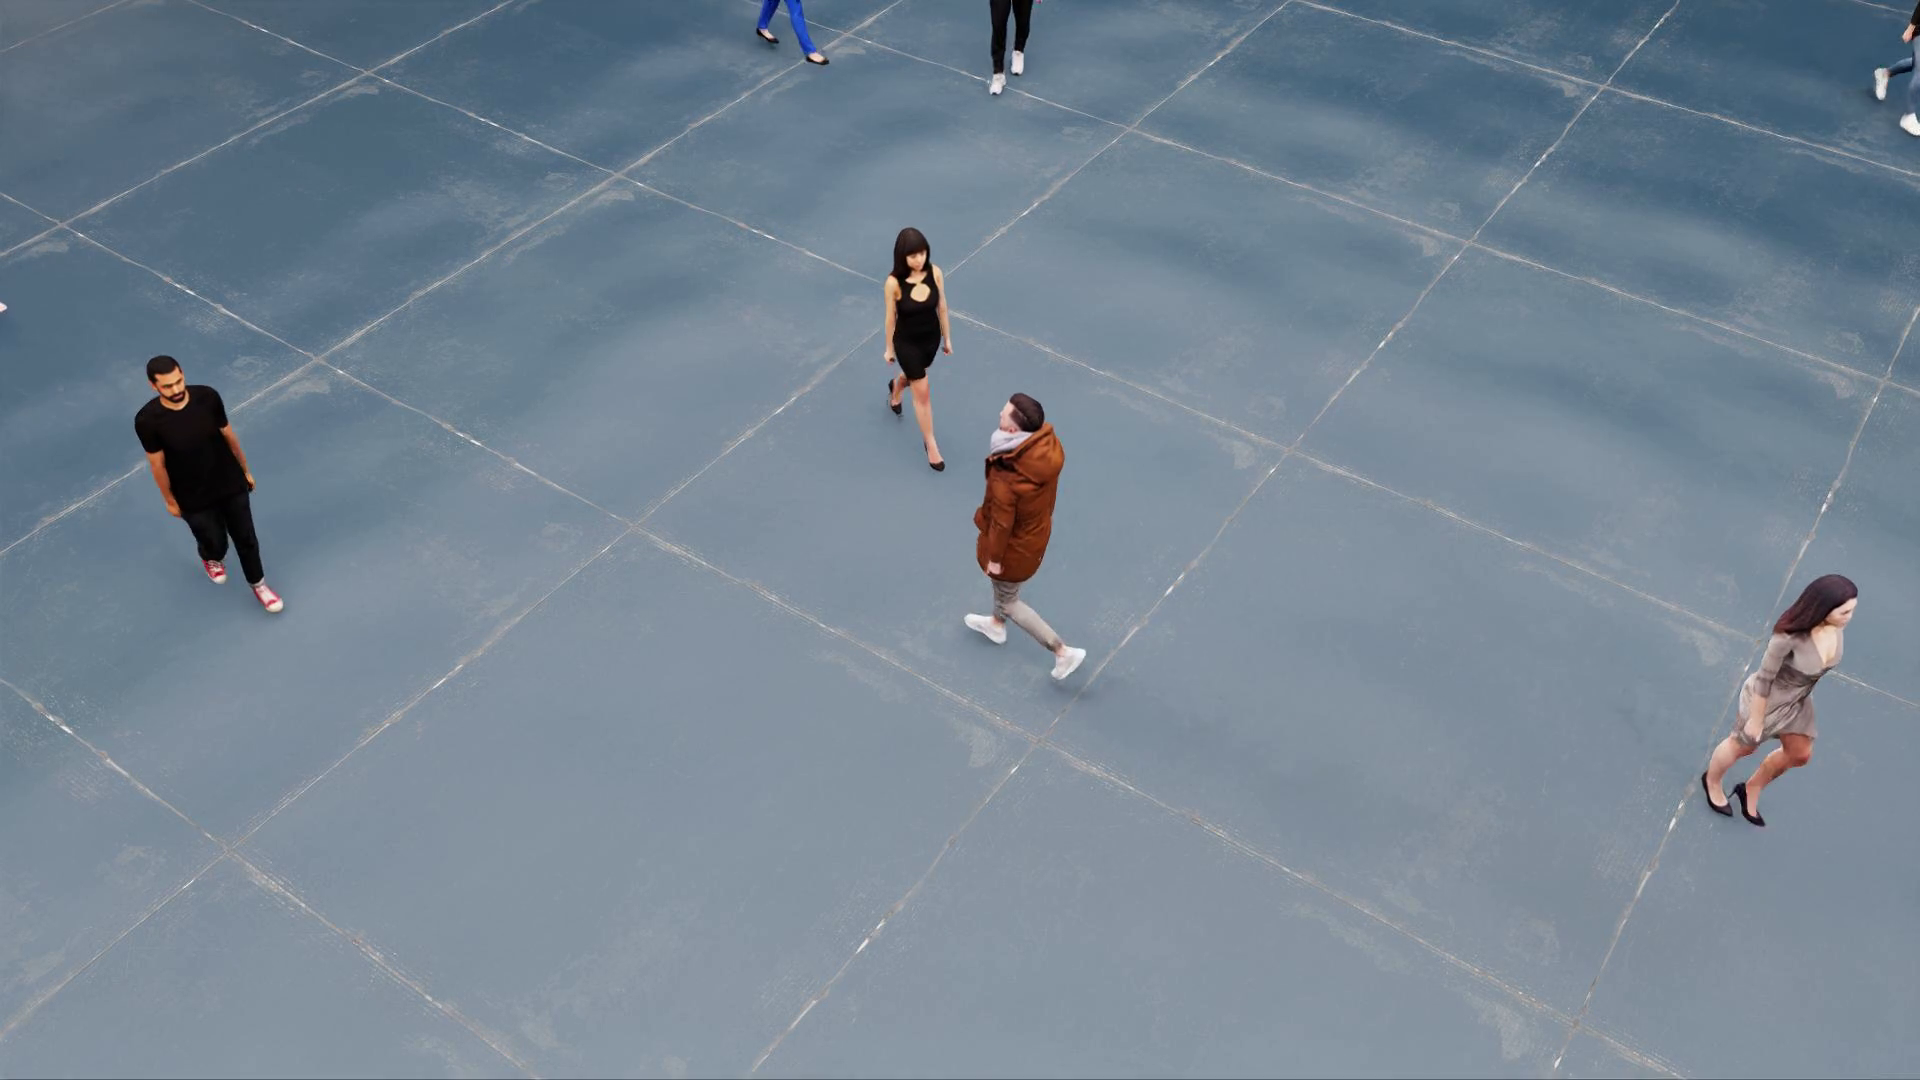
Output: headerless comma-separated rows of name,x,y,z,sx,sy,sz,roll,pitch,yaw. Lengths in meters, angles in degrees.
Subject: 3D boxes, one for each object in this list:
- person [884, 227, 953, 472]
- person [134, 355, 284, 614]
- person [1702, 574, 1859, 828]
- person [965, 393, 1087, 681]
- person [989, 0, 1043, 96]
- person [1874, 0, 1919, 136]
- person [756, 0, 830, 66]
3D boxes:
person,-0.303,-1.264,10.388,0.877,1.614,1.114,-21,47,-21
person,-4.237,-0.337,9.298,0.879,1.747,0.701,33,52,30
person,3.938,0.742,8.155,0.748,1.730,0.772,-19,46,-19
person,0.363,0.019,8.868,1.065,1.814,0.761,22,47,22
person,0.464,-4.774,14.007,1.068,1.804,1.036,5,43,5
person,7.880,-4.194,13.520,0.984,1.622,1.093,-10,44,-11
person,-1.594,-4.974,14.335,1.111,1.651,0.646,28,50,26
